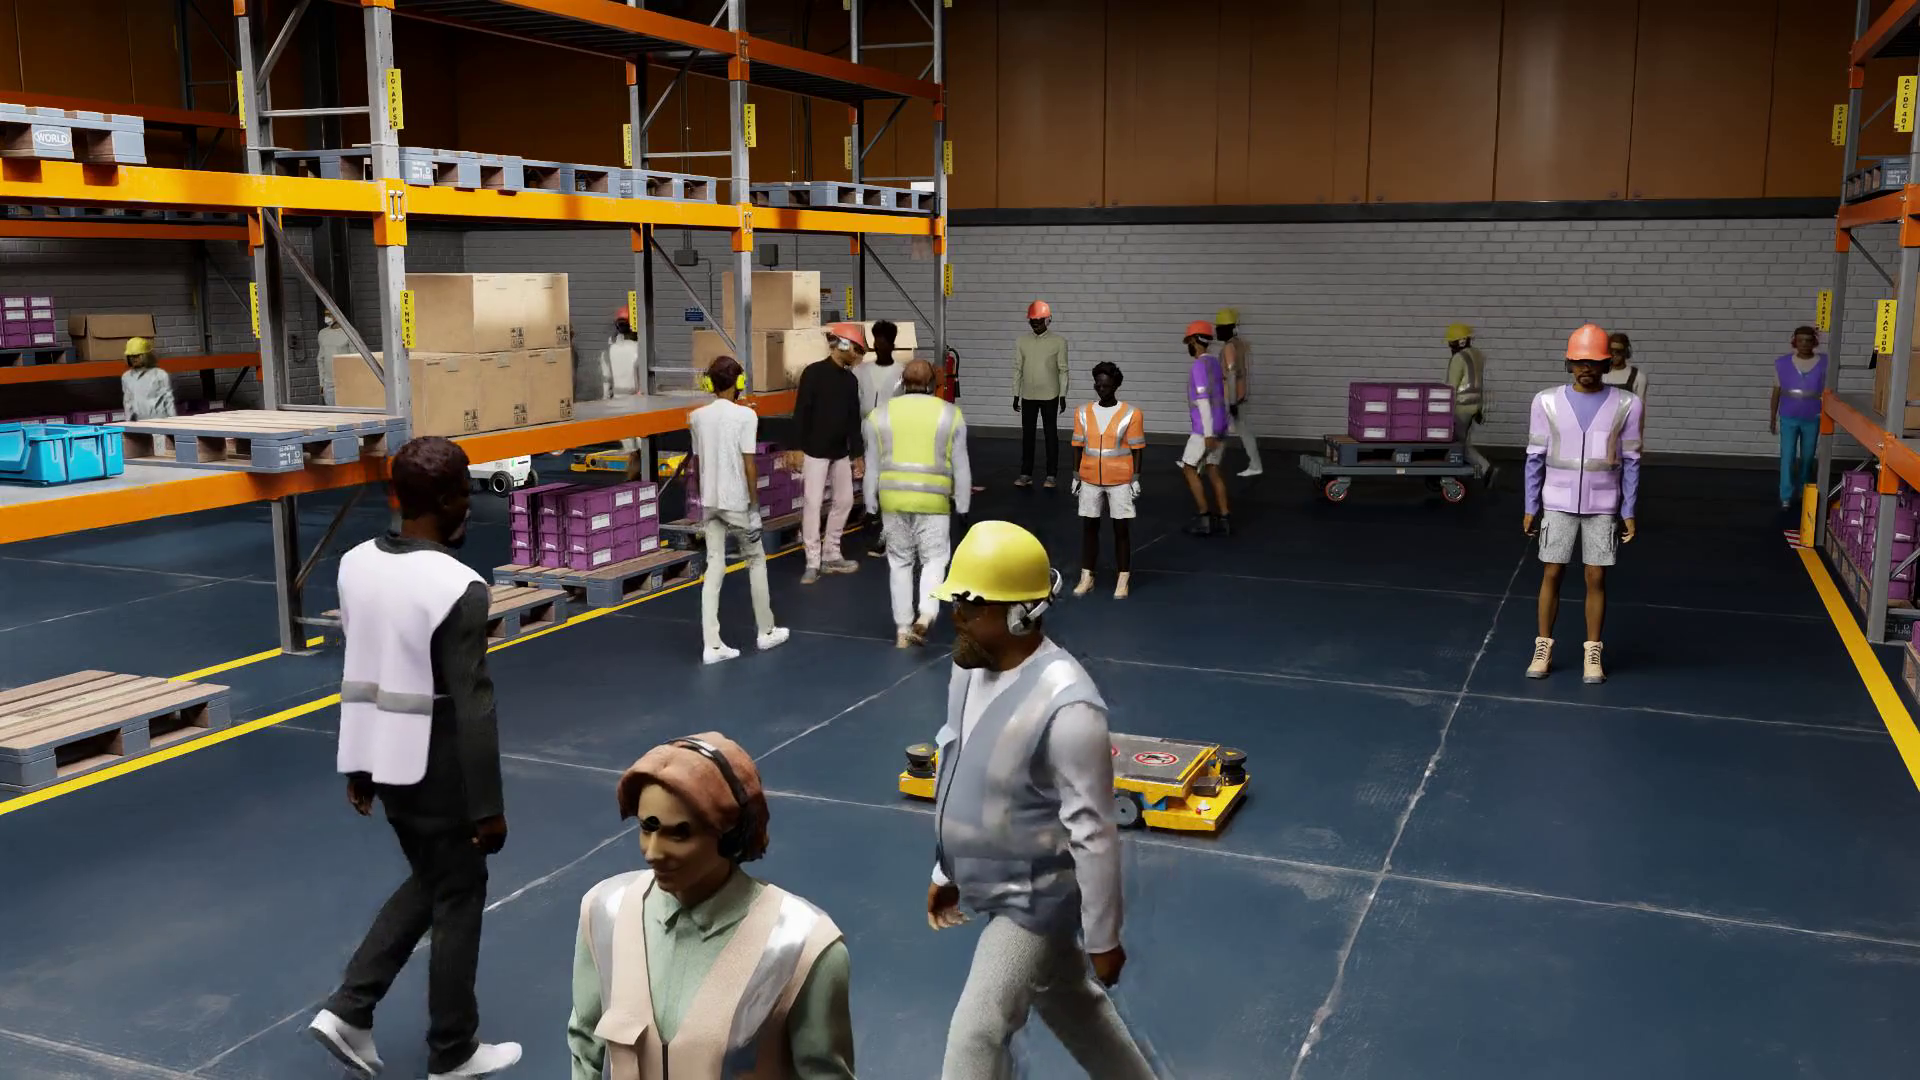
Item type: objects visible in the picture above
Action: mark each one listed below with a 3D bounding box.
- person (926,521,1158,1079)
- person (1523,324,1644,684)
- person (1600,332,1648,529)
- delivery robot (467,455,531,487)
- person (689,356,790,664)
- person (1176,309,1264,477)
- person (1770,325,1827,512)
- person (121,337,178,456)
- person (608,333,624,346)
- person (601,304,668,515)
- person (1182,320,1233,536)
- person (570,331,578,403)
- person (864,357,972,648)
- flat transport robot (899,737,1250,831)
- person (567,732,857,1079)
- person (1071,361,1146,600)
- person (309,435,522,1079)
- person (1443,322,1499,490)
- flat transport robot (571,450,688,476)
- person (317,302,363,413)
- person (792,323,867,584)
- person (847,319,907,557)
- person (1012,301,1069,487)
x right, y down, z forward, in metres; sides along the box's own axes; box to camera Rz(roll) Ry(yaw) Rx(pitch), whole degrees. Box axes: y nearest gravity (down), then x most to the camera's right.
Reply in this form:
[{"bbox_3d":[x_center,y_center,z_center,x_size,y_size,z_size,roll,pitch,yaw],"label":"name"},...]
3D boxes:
[{"bbox_3d":[0.204,0.821,4.053,0.937,1.790,0.570,-3,10,-19],"label":"person"},{"bbox_3d":[3.517,-0.197,9.432,0.615,2.039,0.390,4,10,22],"label":"person"},{"bbox_3d":[5.613,-0.882,14.280,0.508,1.818,0.801,6,11,32],"label":"person"},{"bbox_3d":[-4.817,-0.790,17.236,0.707,0.478,0.477,4,10,22],"label":"delivery robot"},{"bbox_3d":[-1.332,-0.197,10.105,0.576,1.823,0.854,5,10,26],"label":"person"},{"bbox_3d":[2.961,-1.634,18.646,1.005,1.876,0.609,4,10,21],"label":"person"},{"bbox_3d":[8.240,-1.202,16.286,0.565,1.810,0.902,5,11,28],"label":"person"},{"bbox_3d":[-7.702,-1.071,15.790,0.510,1.690,0.741,2,10,11],"label":"person"},{"bbox_3d":[-4.105,-1.927,20.540,0.590,1.836,0.972,1,9,8],"label":"person"},{"bbox_3d":[-3.019,-1.150,15.267,0.629,2.028,0.765,5,10,27],"label":"person"},{"bbox_3d":[2.175,-0.975,14.591,0.600,1.889,0.559,6,11,32],"label":"person"},{"bbox_3d":[-5.215,-2.046,21.918,0.361,1.608,0.533,5,10,26],"label":"person"},{"bbox_3d":[-0.268,-0.205,10.163,0.673,1.819,0.590,1,9,7],"label":"person"},{"bbox_3d":[0.512,1.023,7.392,1.431,0.197,0.652,4,10,22],"label":"flat transport robot"},{"bbox_3d":[-0.410,1.110,2.735,0.523,1.636,0.308,4,10,22],"label":"person"},{"bbox_3d":[1.040,-0.422,11.833,0.541,1.696,0.316,4,10,22],"label":"person"},{"bbox_3d":[-1.536,0.656,4.694,0.624,1.898,0.493,7,12,38],"label":"person"},{"bbox_3d":[5.334,-1.388,17.411,0.680,1.791,0.613,7,12,35],"label":"person"},{"bbox_3d":[-3.658,-0.890,18.983,1.431,0.197,0.652,4,10,22],"label":"flat transport robot"},{"bbox_3d":[-7.424,-1.877,19.922,0.636,1.938,0.355,4,10,22],"label":"person"},{"bbox_3d":[-1.008,-0.652,12.519,0.382,1.944,0.710,8,12,39],"label":"person"},{"bbox_3d":[-0.604,-0.871,13.842,0.598,1.936,0.941,4,10,22],"label":"person"},{"bbox_3d":[0.846,-1.555,17.806,0.623,1.990,0.397,4,10,22],"label":"person"}]
